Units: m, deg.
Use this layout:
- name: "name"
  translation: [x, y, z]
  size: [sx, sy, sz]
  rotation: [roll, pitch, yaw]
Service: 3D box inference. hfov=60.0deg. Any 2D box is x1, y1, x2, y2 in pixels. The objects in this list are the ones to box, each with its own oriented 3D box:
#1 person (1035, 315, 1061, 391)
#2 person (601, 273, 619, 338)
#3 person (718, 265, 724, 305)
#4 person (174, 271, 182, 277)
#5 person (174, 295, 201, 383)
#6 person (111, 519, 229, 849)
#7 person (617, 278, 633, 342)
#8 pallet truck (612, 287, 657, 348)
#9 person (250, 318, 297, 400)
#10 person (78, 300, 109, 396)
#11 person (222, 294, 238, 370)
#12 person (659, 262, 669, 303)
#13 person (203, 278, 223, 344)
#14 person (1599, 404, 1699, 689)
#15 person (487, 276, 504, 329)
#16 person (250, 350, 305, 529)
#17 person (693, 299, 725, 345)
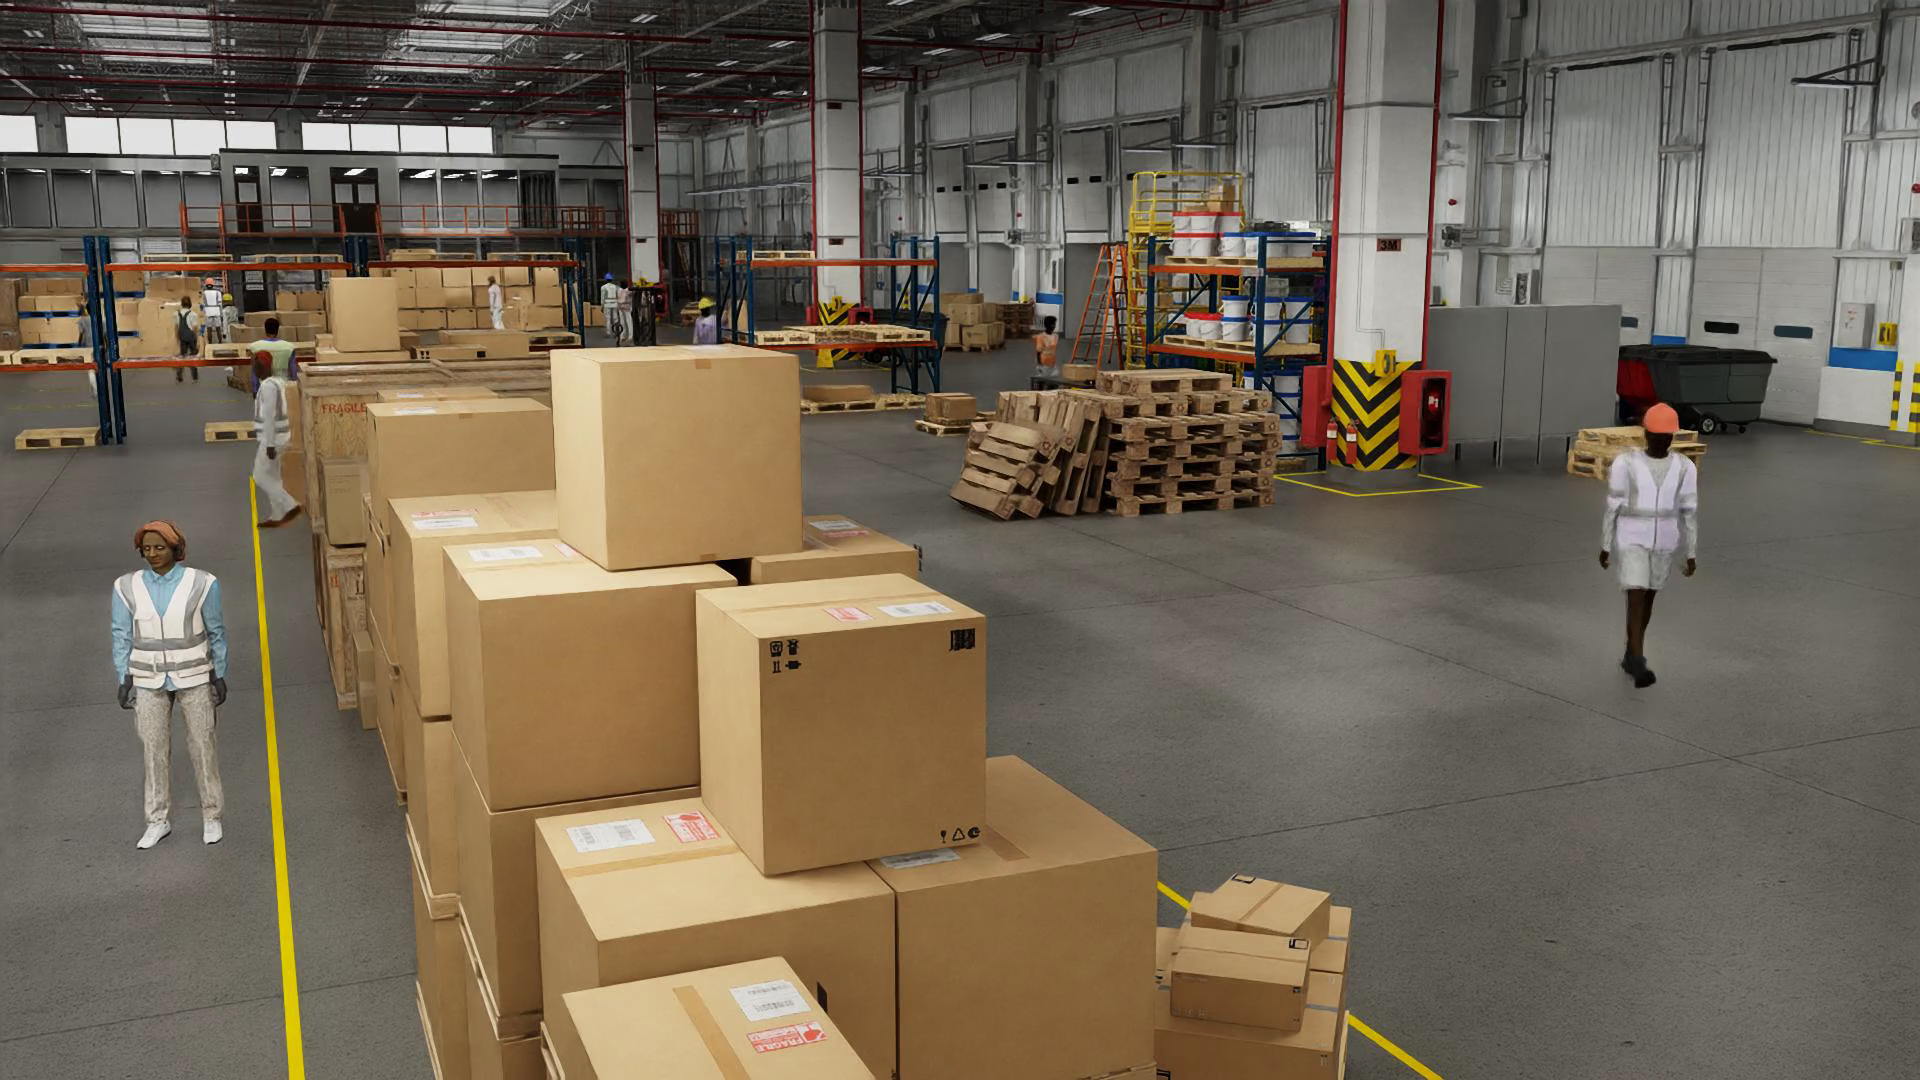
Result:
- name: "person"
  translation: [1.531, -3.028, 28.663]
  size: [0.552, 1.676, 0.478]
  rotation: [-9, 14, -42]
- name: "person"
  translation: [-10.518, -7.034, 50.026]
  size: [0.610, 1.947, 0.388]
  rotation: [-8, 13, -36]
- name: "person"
  translation: [-10.462, -11.088, 72.421]
  size: [0.384, 1.928, 0.588]
  rotation: [-7, 12, -32]
- name: "person"
  translation: [-29.839, -9.454, 63.540]
  size: [0.584, 1.882, 0.337]
  rotation: [10, 14, 44]
- name: "person"
  translation: [-15.975, -4.133, 34.368]
  size: [0.527, 1.826, 0.585]
  rotation: [0, 10, 2]
- name: "person"
  translation: [-3.887, 0.706, 8.216]
  size: [0.523, 1.639, 0.306]
  rotation: [-2, 11, -12]
- name: "person"
  translation: [-9.708, -6.660, 48.256]
  size: [0.623, 1.845, 0.430]
  rotation: [7, 12, 34]
- name: "pallet truck"
  translation: [-6.464, -4.406, 35.401]
  size: [0.823, 1.965, 1.885]
  rotation: [6, 12, 32]
- name: "person"
  translation: [-9.457, -2.101, 22.965]
  size: [0.594, 1.908, 0.390]
  rotation: [-5, 11, -26]
- name: "person"
  translation: [-16.269, -3.583, 31.279]
  size: [0.525, 1.852, 0.632]
  rotation: [-6, 12, -28]
- name: "person"
  translation: [-16.673, -4.751, 38.005]
  size: [0.294, 1.744, 0.486]
  rotation: [2, 11, 13]
- name: "person"
  translation: [-13.237, -11.385, 73.910]
  size: [0.633, 1.984, 0.417]
  rotation: [-1, 10, -4]
- name: "person"
  translation: [-20.142, -6.078, 44.783]
  size: [0.545, 1.939, 0.354]
  rotation: [-6, 12, -30]
- name: "person"
  translation: [4.647, 0.047, 11.128]
  size: [0.575, 1.894, 0.964]
  rotation: [1, 10, 6]
- name: "person"
  translation: [-13.457, -6.670, 48.108]
  size: [0.388, 1.928, 0.642]
  rotation: [1, 10, 5]
- name: "person"
  translation: [-7.102, -1.027, 17.162]
  size: [0.421, 1.866, 0.598]
  rotation: [-2, 11, -13]
- name: "person"
  translation: [-4.778, -3.604, 31.351]
  size: [0.599, 1.859, 1.003]
  rotation: [6, 12, 30]
